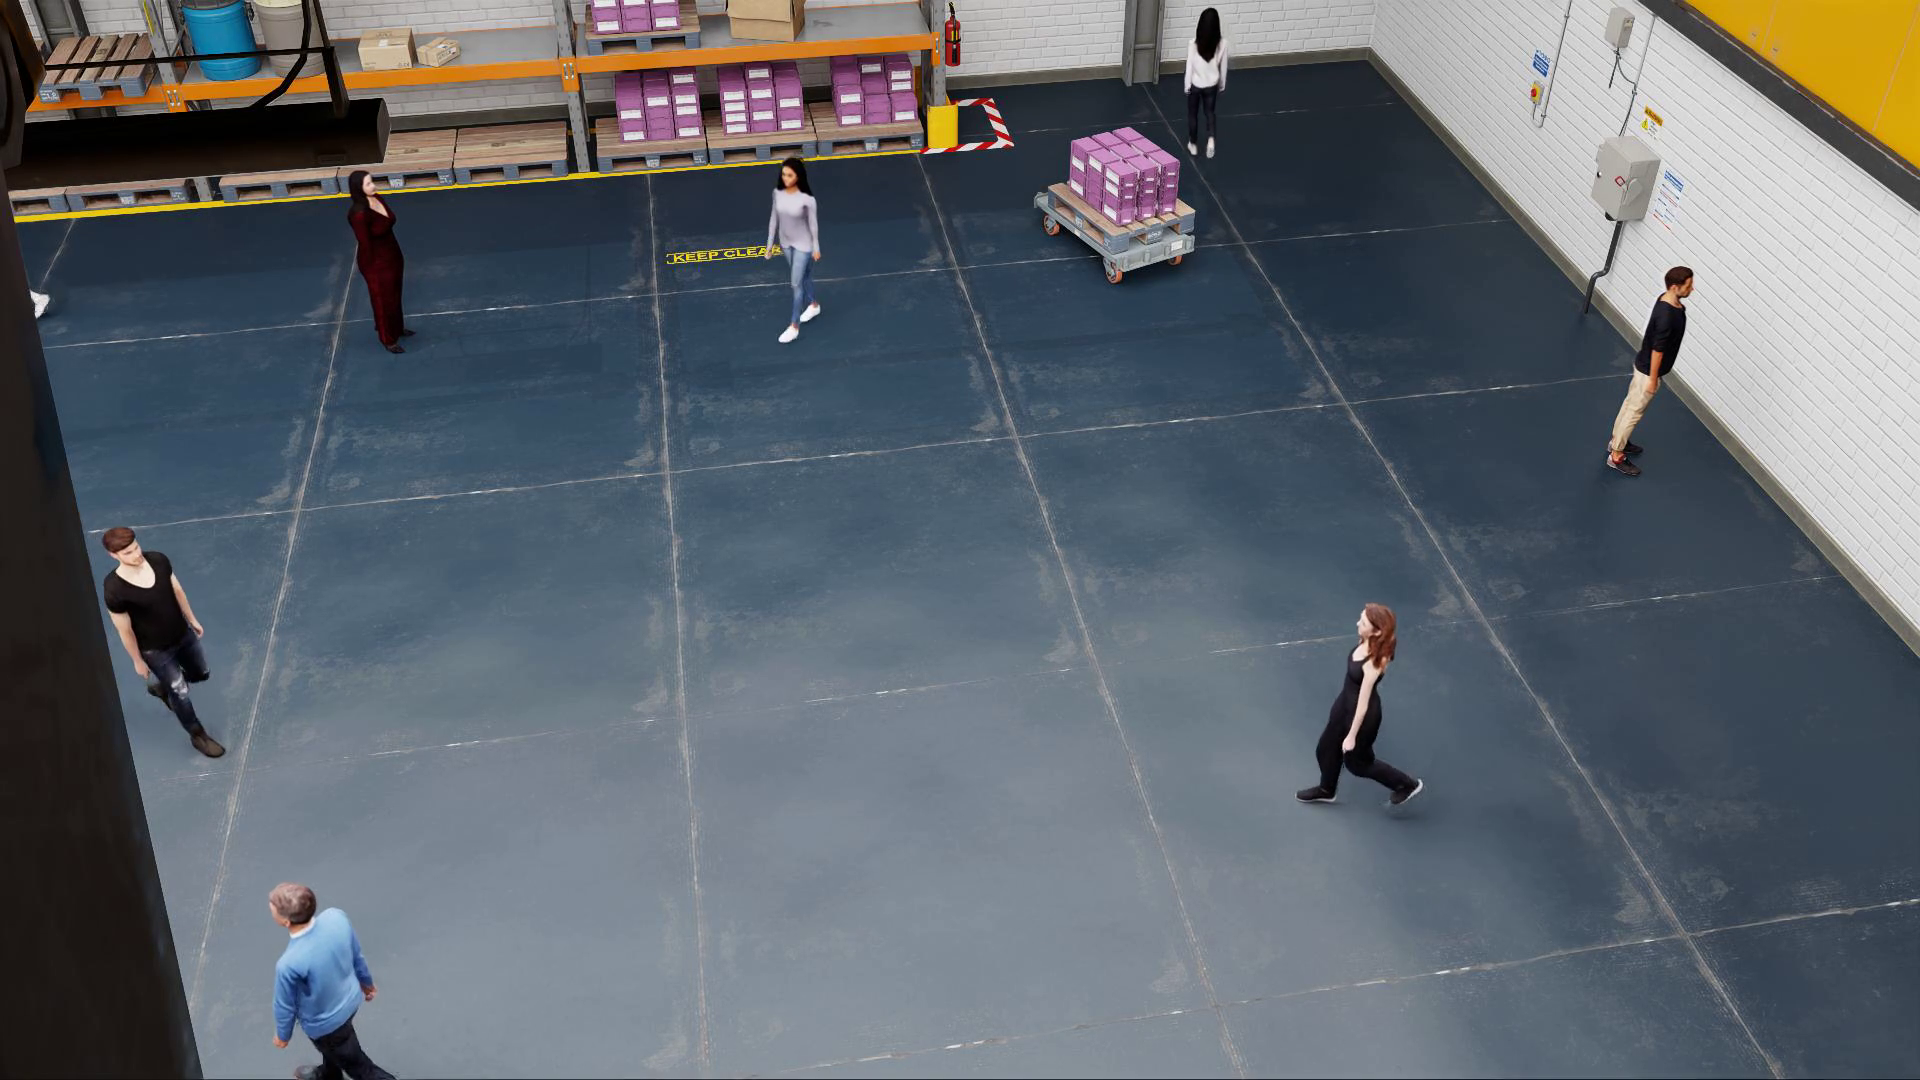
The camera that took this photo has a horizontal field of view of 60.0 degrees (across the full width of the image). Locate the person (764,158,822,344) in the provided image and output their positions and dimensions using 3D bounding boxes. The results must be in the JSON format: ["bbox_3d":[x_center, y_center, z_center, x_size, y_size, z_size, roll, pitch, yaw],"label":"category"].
[{"bbox_3d":[-1.450,-2.765,15.407,0.987,1.706,1.055,25,45,28],"label":"person"}]

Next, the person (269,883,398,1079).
[{"bbox_3d":[-3.236,2.494,8.763,1.290,1.779,1.012,9,40,12],"label":"person"}]

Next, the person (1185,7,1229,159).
[{"bbox_3d":[2.669,-4.933,18.137,0.797,1.687,0.692,-4,39,-5],"label":"person"}]

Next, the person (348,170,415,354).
[{"bbox_3d":[-5.277,-2.541,15.087,0.675,1.757,0.714,2,39,3],"label":"person"}]

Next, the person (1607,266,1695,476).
[{"bbox_3d":[5.647,-1.422,13.606,0.719,1.856,0.727,13,41,16],"label":"person"}]

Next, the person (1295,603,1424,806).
[{"bbox_3d":[2.631,1.111,10.541,1.056,1.722,0.705,0,39,0],"label":"person"}]

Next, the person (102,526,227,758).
[{"bbox_3d":[-5.338,0.628,11.015,1.067,1.884,0.968,17,42,20],"label":"person"}]
